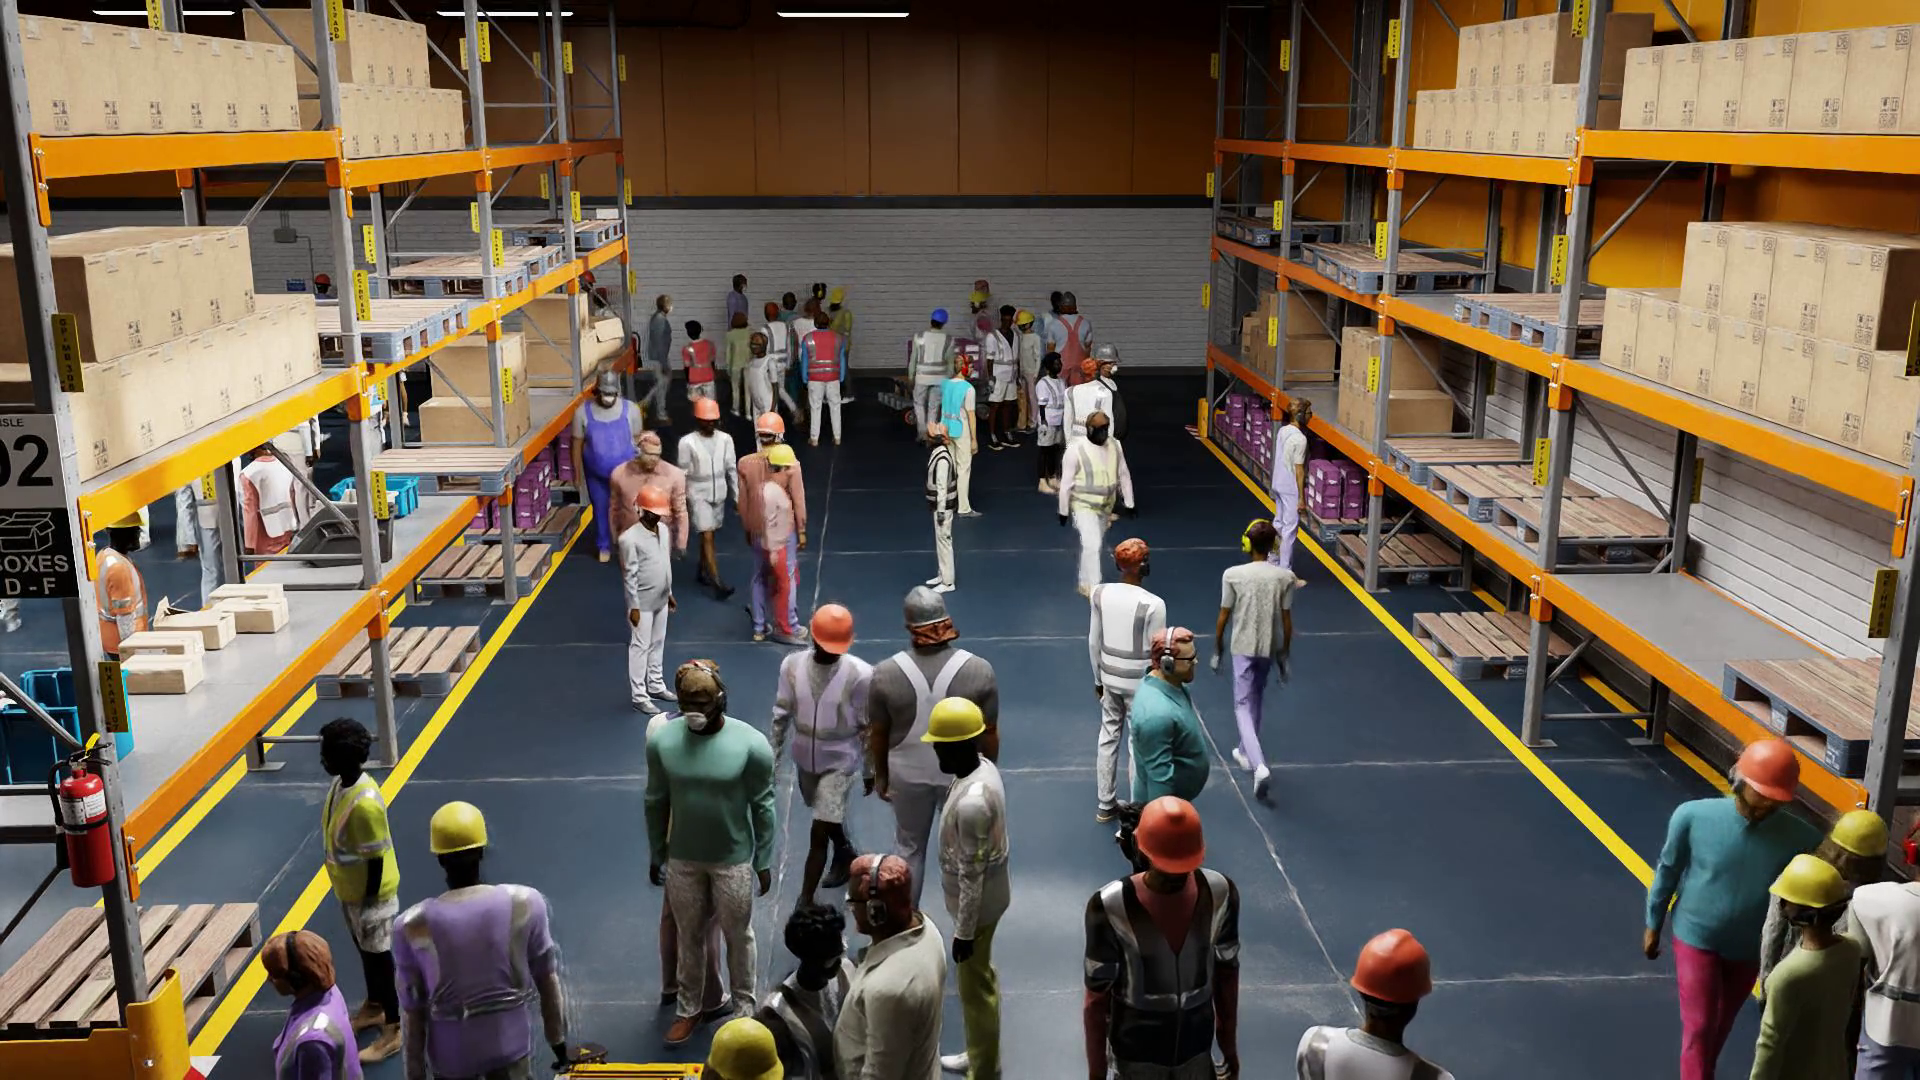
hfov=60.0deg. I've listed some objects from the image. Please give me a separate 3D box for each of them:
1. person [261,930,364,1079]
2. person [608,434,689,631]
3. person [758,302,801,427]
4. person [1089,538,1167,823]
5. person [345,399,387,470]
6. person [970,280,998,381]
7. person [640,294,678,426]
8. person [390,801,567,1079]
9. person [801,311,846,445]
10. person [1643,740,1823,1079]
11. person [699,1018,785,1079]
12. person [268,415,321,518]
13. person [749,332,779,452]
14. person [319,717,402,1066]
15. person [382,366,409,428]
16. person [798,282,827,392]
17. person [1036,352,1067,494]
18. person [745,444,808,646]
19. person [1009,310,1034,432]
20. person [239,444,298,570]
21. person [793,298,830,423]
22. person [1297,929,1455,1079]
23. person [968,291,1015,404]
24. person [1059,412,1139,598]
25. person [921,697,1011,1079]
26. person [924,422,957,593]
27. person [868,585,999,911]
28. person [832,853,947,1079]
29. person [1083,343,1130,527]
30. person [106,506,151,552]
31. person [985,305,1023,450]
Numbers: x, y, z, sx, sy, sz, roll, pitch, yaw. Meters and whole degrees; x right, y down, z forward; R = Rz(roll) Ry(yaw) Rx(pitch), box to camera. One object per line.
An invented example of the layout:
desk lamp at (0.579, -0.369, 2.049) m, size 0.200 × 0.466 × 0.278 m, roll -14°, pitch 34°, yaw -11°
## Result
person at (-2.299, 2.167, 6.035) m, size 0.312 × 1.632 × 0.527 m, roll -5°, pitch 15°, yaw -19°
person at (-2.632, 0.009, 14.055) m, size 0.668 × 1.859 × 0.936 m, roll -3°, pitch 15°, yaw -11°
person at (-2.603, -2.470, 23.774) m, size 0.624 × 1.867 × 0.574 m, roll 13°, pitch 19°, yaw 41°
person at (1.072, 0.909, 10.464) m, size 0.576 × 1.884 × 0.354 m, roll 12°, pitch 19°, yaw 40°
person at (-7.573, -1.869, 21.175) m, size 0.620 × 1.986 × 0.409 m, roll 3°, pitch 15°, yaw 13°
person at (0.357, -3.204, 26.578) m, size 0.408 × 1.903 × 0.638 m, roll -6°, pitch 15°, yaw -21°
person at (-4.408, -2.610, 24.195) m, size 0.543 × 1.924 × 0.647 m, roll -3°, pitch 15°, yaw -13°
person at (-1.804, 1.962, 6.354) m, size 0.618 × 1.880 × 0.890 m, roll -6°, pitch 16°, yaw -23°
person at (-1.875, -2.215, 22.839) m, size 0.624 × 1.835 × 0.431 m, roll -4°, pitch 15°, yaw -14°
person at (3.304, 1.732, 7.169) m, size 0.636 × 1.928 × 0.989 m, roll 4°, pitch 15°, yaw 15°
person at (-0.671, 2.303, 5.284) m, size 0.321 × 1.738 × 0.484 m, roll 13°, pitch 19°, yaw 42°
person at (-7.259, -1.027, 18.081) m, size 0.576 × 1.880 × 0.351 m, roll -6°, pitch 16°, yaw -23°
person at (-2.438, -1.655, 20.604) m, size 0.349 × 1.846 × 0.506 m, roll -13°, pitch 19°, yaw -41°
person at (-2.849, 1.651, 7.924) m, size 0.317 × 1.695 × 0.539 m, roll -10°, pitch 17°, yaw -34°
person at (-8.254, -2.627, 24.047) m, size 0.605 × 2.034 × 0.387 m, roll 3°, pitch 15°, yaw 13°
person at (-2.354, -3.223, 26.760) m, size 0.608 × 1.850 × 0.495 m, roll -6°, pitch 15°, yaw -22°
person at (1.105, -1.410, 19.936) m, size 0.318 × 1.700 × 0.535 m, roll 9°, pitch 17°, yaw 33°
person at (-1.578, 0.037, 14.153) m, size 0.545 × 1.750 × 0.535 m, roll 4°, pitch 15°, yaw 14°
person at (0.917, -2.422, 23.832) m, size 0.356 × 1.736 × 0.579 m, roll 8°, pitch 17°, yaw 30°
person at (-5.863, -0.047, 14.178) m, size 0.398 × 1.908 × 0.599 m, roll 3°, pitch 15°, yaw 13°
person at (-2.204, -2.670, 24.664) m, size 0.574 × 1.817 × 0.864 m, roll 4°, pitch 15°, yaw 16°
person at (1.341, 2.174, 5.414) m, size 0.544 × 1.930 × 0.388 m, roll 11°, pitch 18°, yaw 36°
person at (0.397, -2.991, 26.001) m, size 0.995 × 1.768 × 0.617 m, roll 2°, pitch 14°, yaw 8°
person at (1.302, -0.279, 15.286) m, size 0.648 × 1.806 × 0.856 m, roll -10°, pitch 18°, yaw -35°
person at (0.028, 1.634, 7.571) m, size 0.405 × 1.913 × 0.591 m, roll 0°, pitch 14°, yaw 2°
person at (-0.184, -0.312, 15.770) m, size 0.314 × 1.631 × 0.518 m, roll -1°, pitch 14°, yaw -4°
person at (-0.135, 1.212, 8.962) m, size 0.700 × 2.000 × 0.535 m, roll 1°, pitch 14°, yaw 5°
person at (-0.259, 2.031, 6.042) m, size 0.403 × 1.897 × 0.654 m, roll 2°, pitch 14°, yaw 7°
person at (1.593, -1.166, 18.296) m, size 0.535 × 2.000 × 0.682 m, roll 5°, pitch 15°, yaw 18°
person at (-8.676, -0.797, 17.236) m, size 0.567 × 1.846 × 0.389 m, roll 4°, pitch 15°, yaw 15°
person at (0.607, -2.216, 22.570) m, size 0.607 × 1.963 × 0.373 m, roll -12°, pitch 18°, yaw -39°
